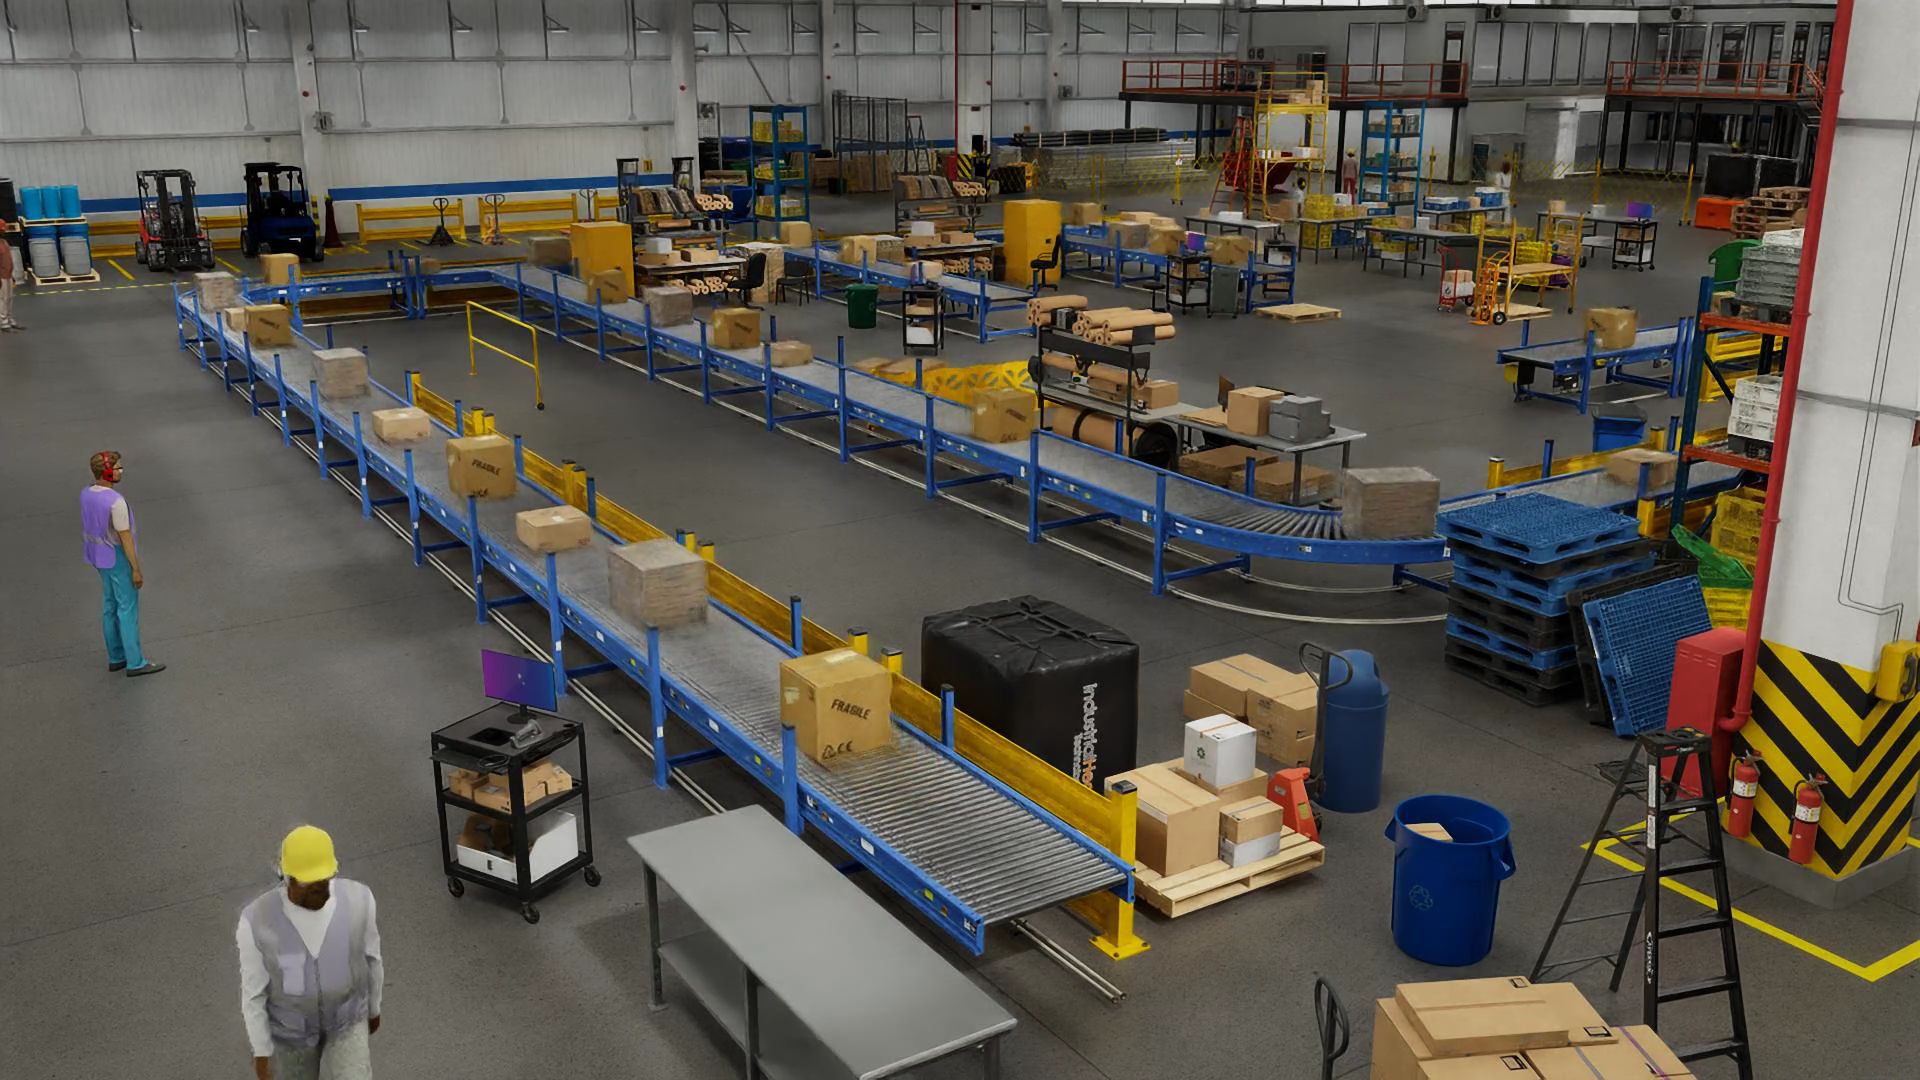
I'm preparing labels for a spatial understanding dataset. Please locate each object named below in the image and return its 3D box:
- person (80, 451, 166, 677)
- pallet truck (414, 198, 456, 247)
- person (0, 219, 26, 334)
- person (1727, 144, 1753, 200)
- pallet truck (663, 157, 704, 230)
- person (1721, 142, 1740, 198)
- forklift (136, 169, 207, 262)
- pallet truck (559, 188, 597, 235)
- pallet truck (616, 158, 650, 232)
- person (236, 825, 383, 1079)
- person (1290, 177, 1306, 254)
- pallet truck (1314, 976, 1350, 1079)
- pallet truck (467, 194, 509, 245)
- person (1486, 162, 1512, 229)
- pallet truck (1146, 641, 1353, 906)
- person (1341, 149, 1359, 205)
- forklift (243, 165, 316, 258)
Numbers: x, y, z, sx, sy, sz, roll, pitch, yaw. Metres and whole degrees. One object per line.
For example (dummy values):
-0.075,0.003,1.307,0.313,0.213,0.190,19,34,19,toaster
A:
-6.773,0.196,13.330,0.575,1.841,0.375,11,20,33,person
-13.250,-8.060,41.856,0.680,1.201,1.601,-10,20,-31,pallet truck
-16.729,-4.625,29.127,0.400,1.987,0.612,-2,17,-7,person
23.306,-10.815,49.634,0.684,2.000,0.970,-6,18,-19,person
-7.586,-9.308,44.692,0.823,1.965,1.885,-11,20,-33,pallet truck
24.029,-11.409,51.805,0.587,1.928,0.363,1,17,2,person
-17.842,-7.318,37.559,1.157,1.987,2.680,-10,20,-31,forklift
-10.010,-8.652,43.699,0.653,1.274,1.630,-10,20,-31,pallet truck
-8.918,-9.176,44.255,0.823,1.965,1.885,-9,19,-27,pallet truck
-2.802,2.051,7.247,0.584,1.795,0.914,-8,19,-25,person
8.014,-7.708,39.626,0.451,1.848,0.571,-1,17,-4,person
2.299,2.390,7.086,1.601,1.201,0.680,-2,17,-7,pallet truck
-11.983,-8.177,42.137,0.704,1.261,1.522,-11,20,-33,pallet truck
14.643,-9.302,44.974,0.583,1.837,0.999,-9,19,-28,person
1.664,1.407,10.232,1.630,1.274,0.653,-10,20,-31,pallet truck
11.968,-11.103,51.063,0.523,1.769,0.313,7,18,23,person
-15.898,-7.669,38.708,1.157,1.987,2.680,-11,20,-33,forklift
